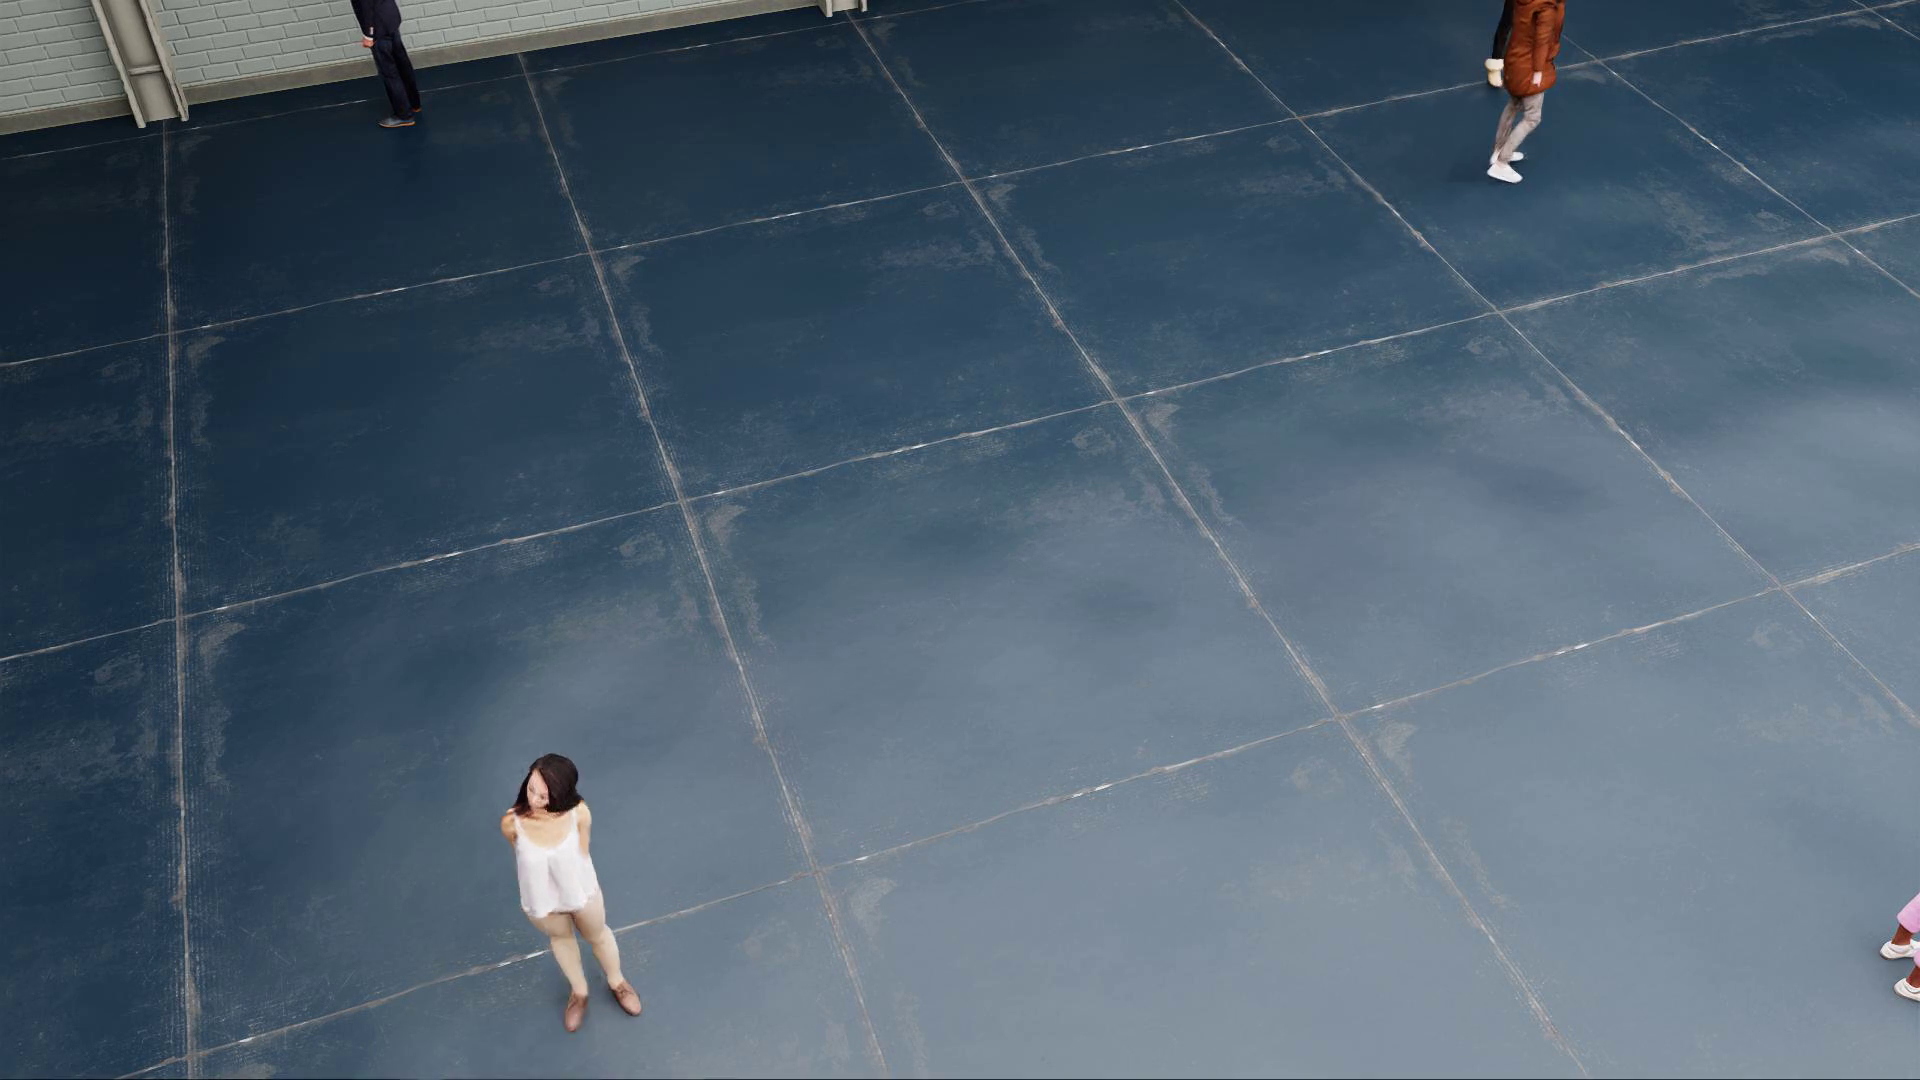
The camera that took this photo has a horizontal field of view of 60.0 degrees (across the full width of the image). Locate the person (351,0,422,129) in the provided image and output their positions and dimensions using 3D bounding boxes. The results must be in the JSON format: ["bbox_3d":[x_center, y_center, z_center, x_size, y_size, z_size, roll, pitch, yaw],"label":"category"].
[{"bbox_3d":[-4.694,-4.225,13.410,0.755,1.815,0.766,5,43,5],"label":"person"}]

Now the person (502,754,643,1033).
[{"bbox_3d":[-1.792,1.517,7.386,0.546,1.642,0.602,1,43,2],"label":"person"}]

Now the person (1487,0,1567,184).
[{"bbox_3d":[4.346,-3.661,12.787,0.787,1.839,0.790,-4,43,-5],"label":"person"}]
